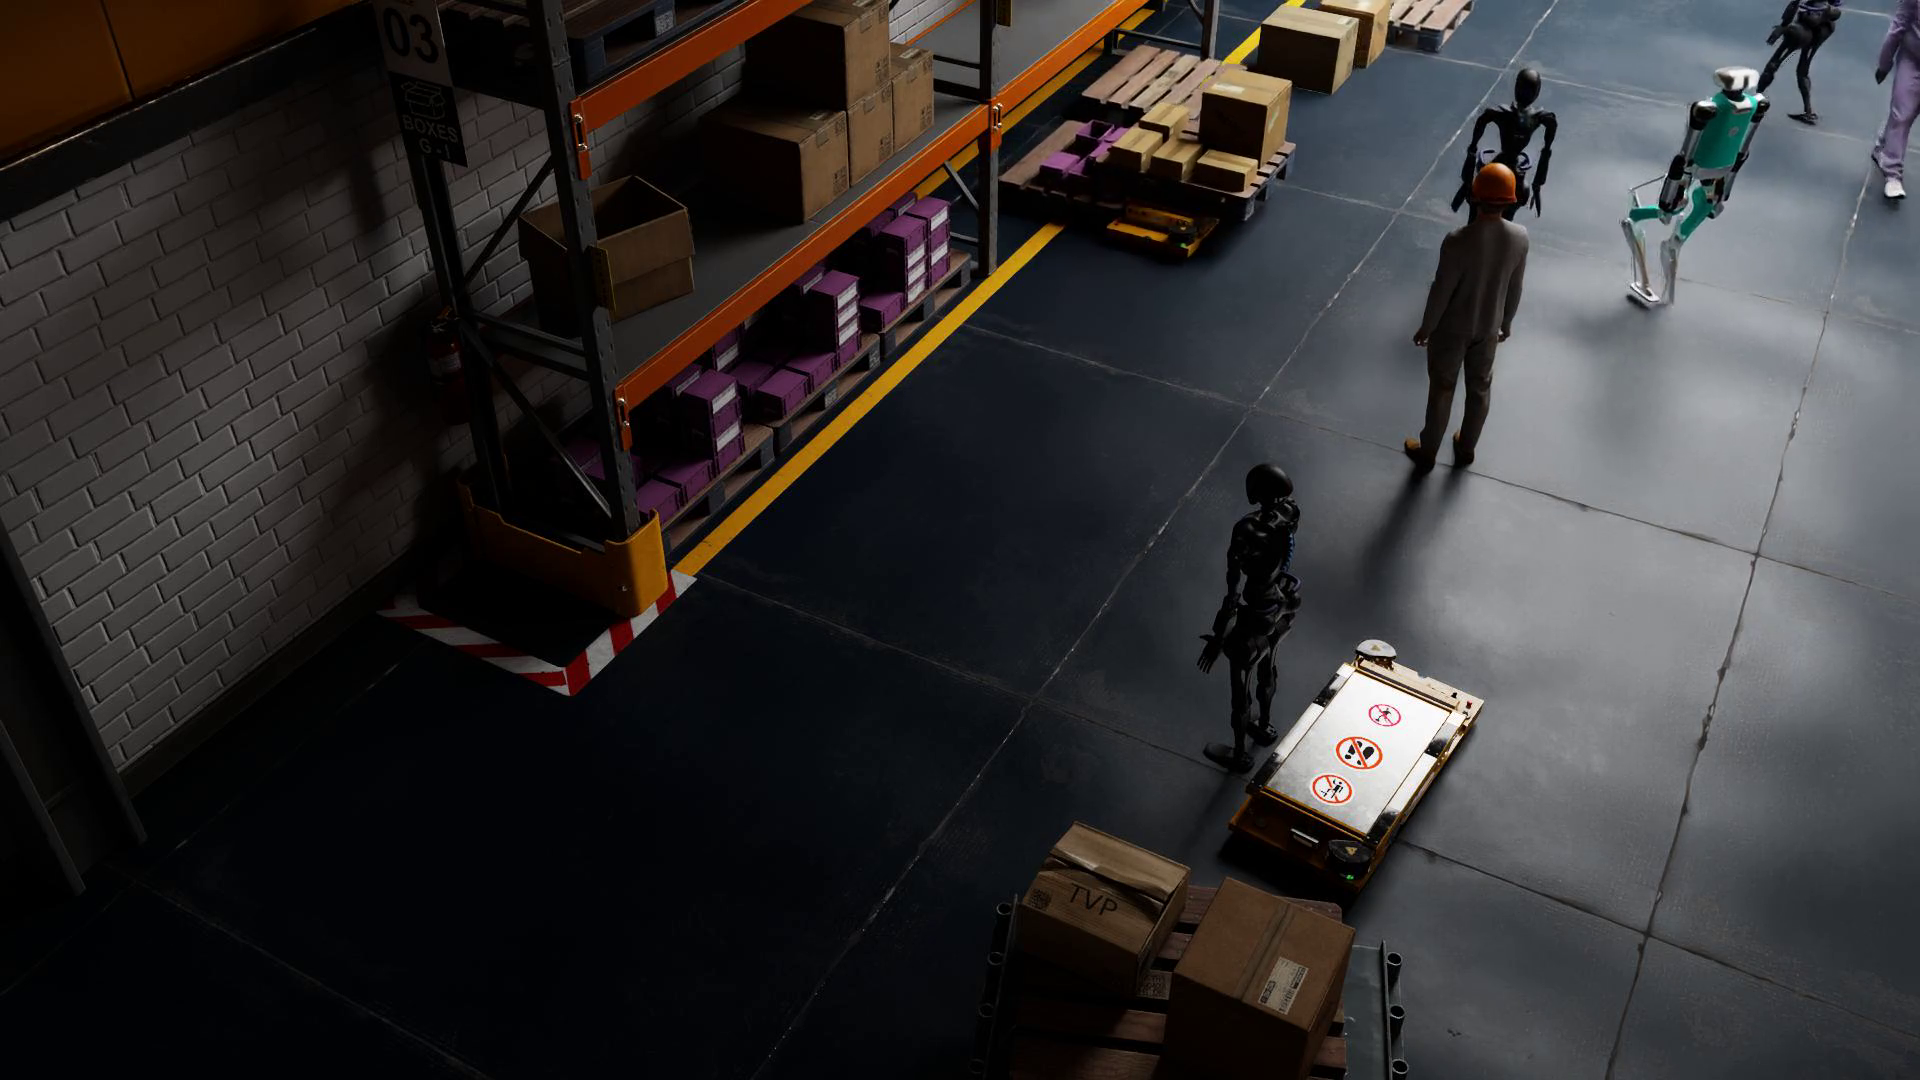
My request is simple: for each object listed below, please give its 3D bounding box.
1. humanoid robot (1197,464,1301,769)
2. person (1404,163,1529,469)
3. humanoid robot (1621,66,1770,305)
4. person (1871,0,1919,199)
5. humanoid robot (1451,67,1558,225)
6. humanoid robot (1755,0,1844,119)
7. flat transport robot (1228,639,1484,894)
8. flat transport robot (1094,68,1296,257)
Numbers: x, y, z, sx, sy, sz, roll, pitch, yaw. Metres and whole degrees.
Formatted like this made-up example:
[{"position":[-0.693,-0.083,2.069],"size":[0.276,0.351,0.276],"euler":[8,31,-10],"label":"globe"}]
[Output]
[{"position":[1.350,0.350,7.644],"size":[0.315,1.657,0.599],"euler":[29,47,31],"label":"humanoid robot"},{"position":[2.890,-1.253,9.487],"size":[0.561,1.895,0.379],"euler":[-6,39,-7],"label":"person"},{"position":[4.727,-2.320,10.988],"size":[0.537,1.836,0.748],"euler":[-11,40,-14],"label":"humanoid robot"},{"position":[7.183,-3.485,12.304],"size":[0.657,1.854,0.983],"euler":[3,39,3],"label":"person"},{"position":[3.598,-2.388,11.087],"size":[0.585,1.643,0.399],"euler":[2,39,3],"label":"humanoid robot"},{"position":[6.810,-4.173,13.333],"size":[0.595,1.630,0.575],"euler":[-17,42,-20],"label":"humanoid robot"},{"position":[1.914,1.038,7.922],"size":[0.659,0.231,1.431],"euler":[24,45,27],"label":"flat transport robot"},{"position":[1.695,-2.557,12.416],"size":[0.659,0.231,1.431],"euler":[20,43,23],"label":"flat transport robot"}]
